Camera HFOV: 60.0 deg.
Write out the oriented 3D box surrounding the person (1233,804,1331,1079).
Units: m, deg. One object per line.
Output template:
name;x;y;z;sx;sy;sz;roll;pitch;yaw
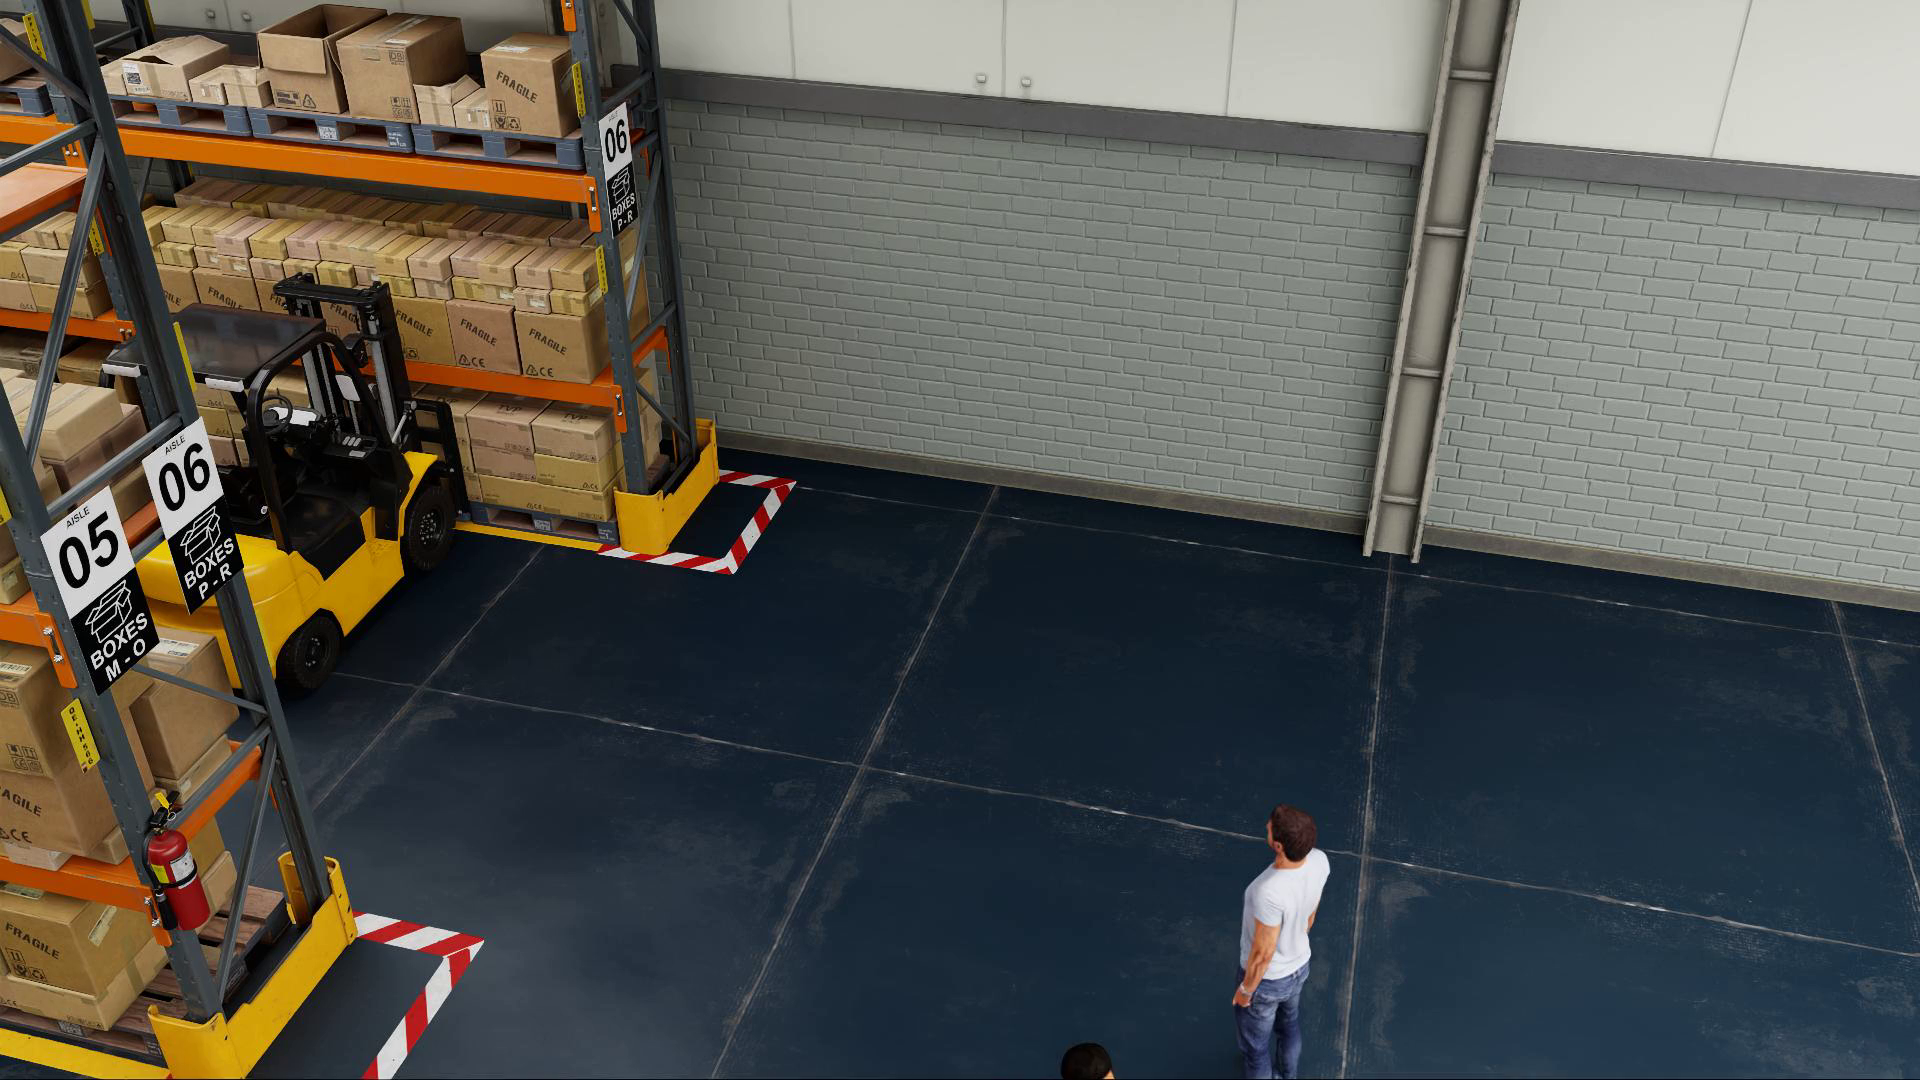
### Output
person;1.435;1.939;7.545;0.717;1.866;0.714;-28;42;-36
